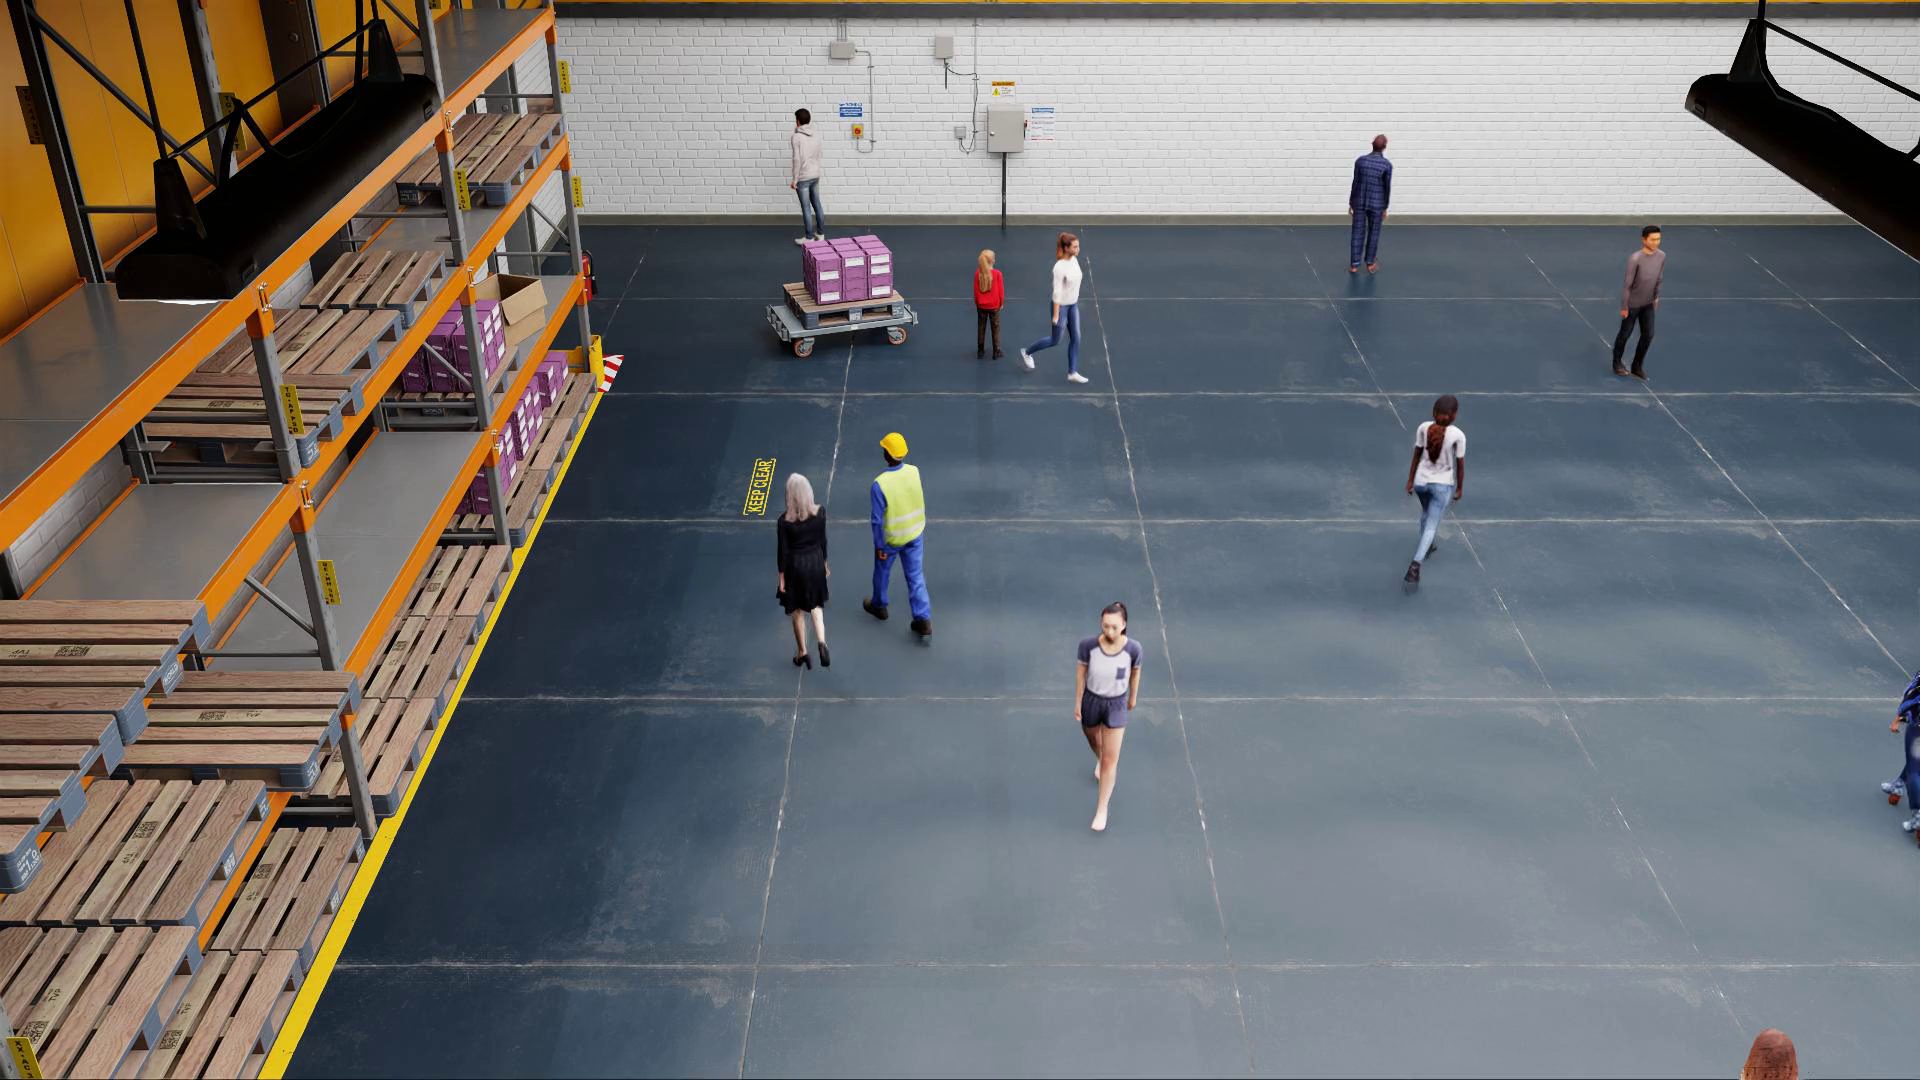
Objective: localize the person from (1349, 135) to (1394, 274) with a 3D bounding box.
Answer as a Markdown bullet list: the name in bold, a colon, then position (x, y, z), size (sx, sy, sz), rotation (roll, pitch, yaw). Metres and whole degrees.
- **person**: position (5.314, -4.359, 21.518), size (0.818, 1.830, 0.963), rotation (4, 29, 8)

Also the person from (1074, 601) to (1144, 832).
- **person**: position (1.011, 1.138, 11.675), size (0.772, 1.606, 1.119), rotation (7, 29, 12)

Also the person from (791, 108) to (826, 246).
- **person**: position (-2.063, -4.908, 22.503), size (0.820, 1.851, 0.730), rotation (21, 35, 33)

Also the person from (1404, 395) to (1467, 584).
- **person**: position (4.084, -0.410, 14.437), size (1.032, 1.678, 1.190), rotation (19, 34, 31)

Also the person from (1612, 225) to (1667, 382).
- **person**: position (7.502, -2.673, 18.509), size (0.864, 1.751, 0.798), rotation (0, 29, -1)

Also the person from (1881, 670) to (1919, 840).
- **person**: position (6.649, 1.318, 11.349), size (0.637, 1.601, 0.866), rotation (-1, 29, -1)

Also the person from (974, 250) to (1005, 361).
- **person**: position (0.325, -2.703, 19.057), size (0.535, 1.280, 0.532), rotation (6, 29, 11)

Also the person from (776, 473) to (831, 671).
- **person**: position (-1.174, 0.303, 13.069), size (0.829, 1.736, 0.945), rotation (-17, 33, -28)

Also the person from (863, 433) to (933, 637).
- **person**: position (-0.450, -0.023, 13.617), size (0.991, 1.784, 1.160), rotation (-16, 32, -27)

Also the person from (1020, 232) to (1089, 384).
- **person**: position (1.070, -2.560, 18.364), size (1.037, 1.692, 1.085), rotation (17, 33, 29)
